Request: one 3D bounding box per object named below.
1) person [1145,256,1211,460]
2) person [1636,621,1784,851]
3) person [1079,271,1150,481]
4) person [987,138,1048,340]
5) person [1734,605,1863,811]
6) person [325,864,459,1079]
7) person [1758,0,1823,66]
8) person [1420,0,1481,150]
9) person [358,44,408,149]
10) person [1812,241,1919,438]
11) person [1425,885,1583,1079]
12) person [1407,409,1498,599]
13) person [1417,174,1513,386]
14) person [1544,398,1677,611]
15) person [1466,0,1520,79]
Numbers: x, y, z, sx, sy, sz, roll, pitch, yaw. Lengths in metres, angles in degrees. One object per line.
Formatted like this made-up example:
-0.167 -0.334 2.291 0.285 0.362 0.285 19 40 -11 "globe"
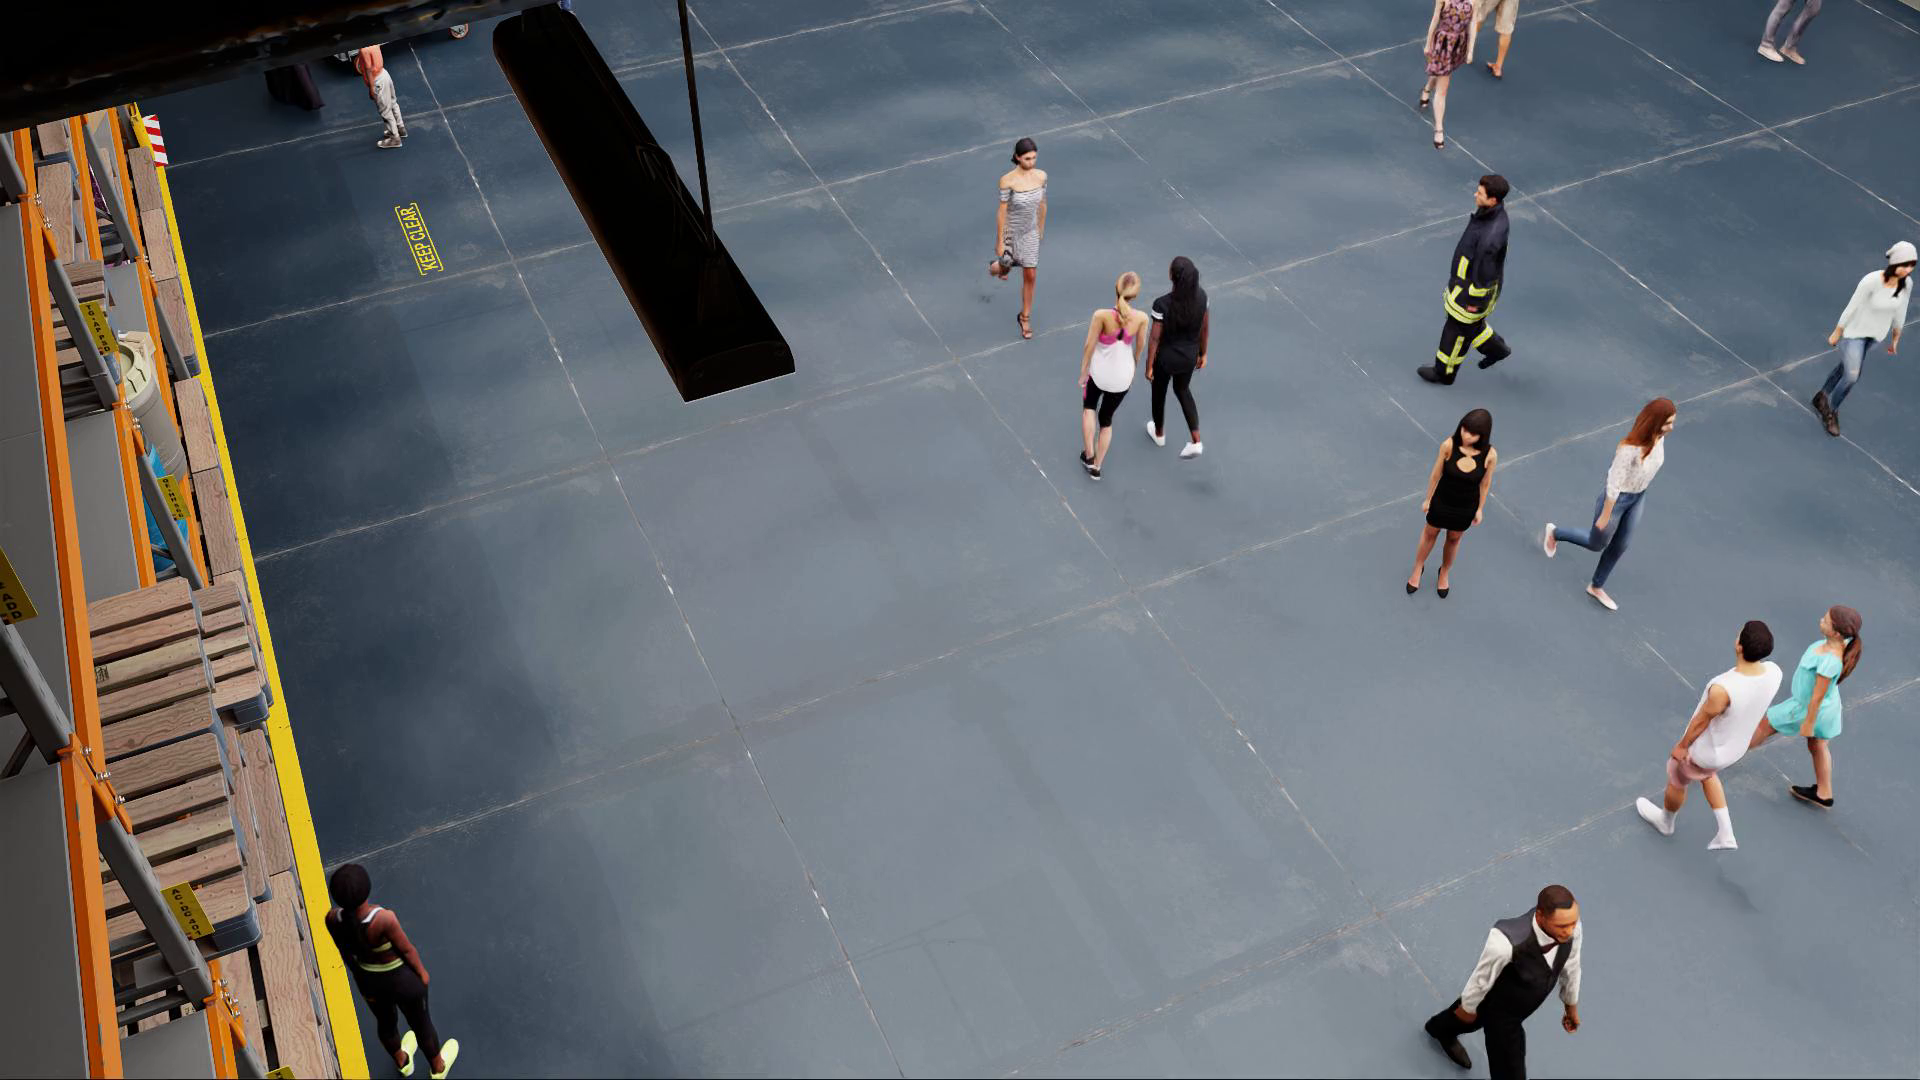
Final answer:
1.647 -1.305 12.451 0.702 1.709 0.958 -17 46 -17 "person"
4.476 1.236 9.739 0.630 1.770 0.848 -18 47 -18 "person"
1.132 -1.131 12.233 0.724 1.756 0.703 -9 44 -9 "person"
0.446 -2.536 13.681 0.633 1.794 0.999 -20 47 -20 "person"
5.246 1.049 10.120 1.127 1.515 0.796 34 53 30 "person"
-2.977 2.288 8.647 0.640 1.754 0.662 4 44 4 "person"
8.615 -5.875 17.091 0.666 1.923 0.712 -20 47 -20 "person"
4.698 -4.764 16.071 0.917 1.722 1.273 -2 44 -2 "person"
-5.592 -4.427 16.019 0.600 1.307 0.511 2 44 3 "person"
6.945 -1.638 12.854 0.729 1.635 0.817 -5 44 -5 "person"
2.782 2.274 8.578 0.734 1.868 1.223 -20 47 -20 "person"
3.387 -0.265 11.402 0.620 1.648 0.669 12 45 12 "person"
4.122 -2.008 13.039 1.125 1.914 1.083 7 44 8 "person"
4.459 -0.315 11.412 0.654 1.707 0.961 -20 47 -20 "person"
5.555 -5.585 16.853 0.862 1.832 1.145 -6 44 -6 "person"
